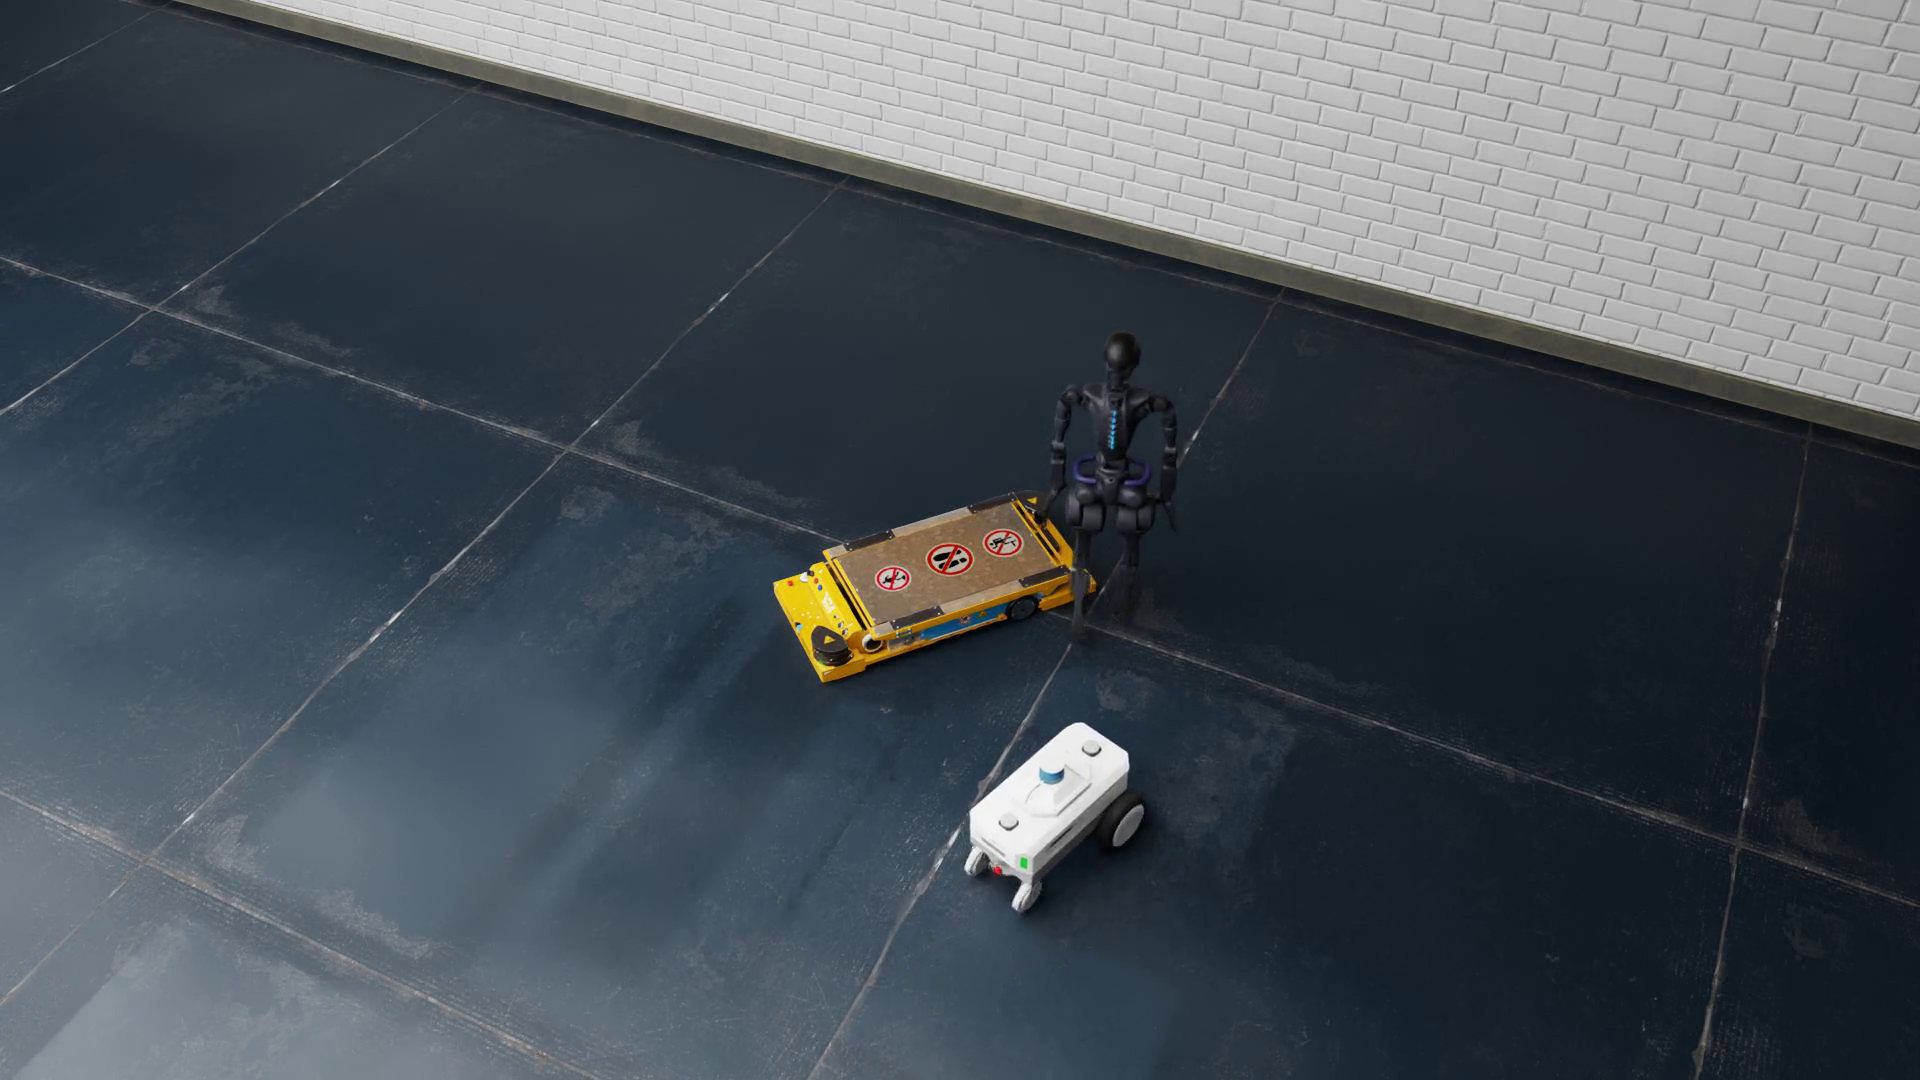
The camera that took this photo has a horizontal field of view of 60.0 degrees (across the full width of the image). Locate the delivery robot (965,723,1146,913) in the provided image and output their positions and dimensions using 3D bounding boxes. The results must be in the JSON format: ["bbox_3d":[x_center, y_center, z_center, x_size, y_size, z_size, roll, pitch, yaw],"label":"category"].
[{"bbox_3d":[0.380,1.104,6.862,0.499,0.606,0.807,32,52,30],"label":"delivery robot"}]

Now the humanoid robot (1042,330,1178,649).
[{"bbox_3d":[0.674,-0.198,7.458,0.616,1.661,0.526,5,43,5],"label":"humanoid robot"}]

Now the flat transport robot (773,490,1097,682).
[{"bbox_3d":[-0.120,0.201,8.038,1.431,0.231,0.659,-17,46,-18],"label":"flat transport robot"}]
